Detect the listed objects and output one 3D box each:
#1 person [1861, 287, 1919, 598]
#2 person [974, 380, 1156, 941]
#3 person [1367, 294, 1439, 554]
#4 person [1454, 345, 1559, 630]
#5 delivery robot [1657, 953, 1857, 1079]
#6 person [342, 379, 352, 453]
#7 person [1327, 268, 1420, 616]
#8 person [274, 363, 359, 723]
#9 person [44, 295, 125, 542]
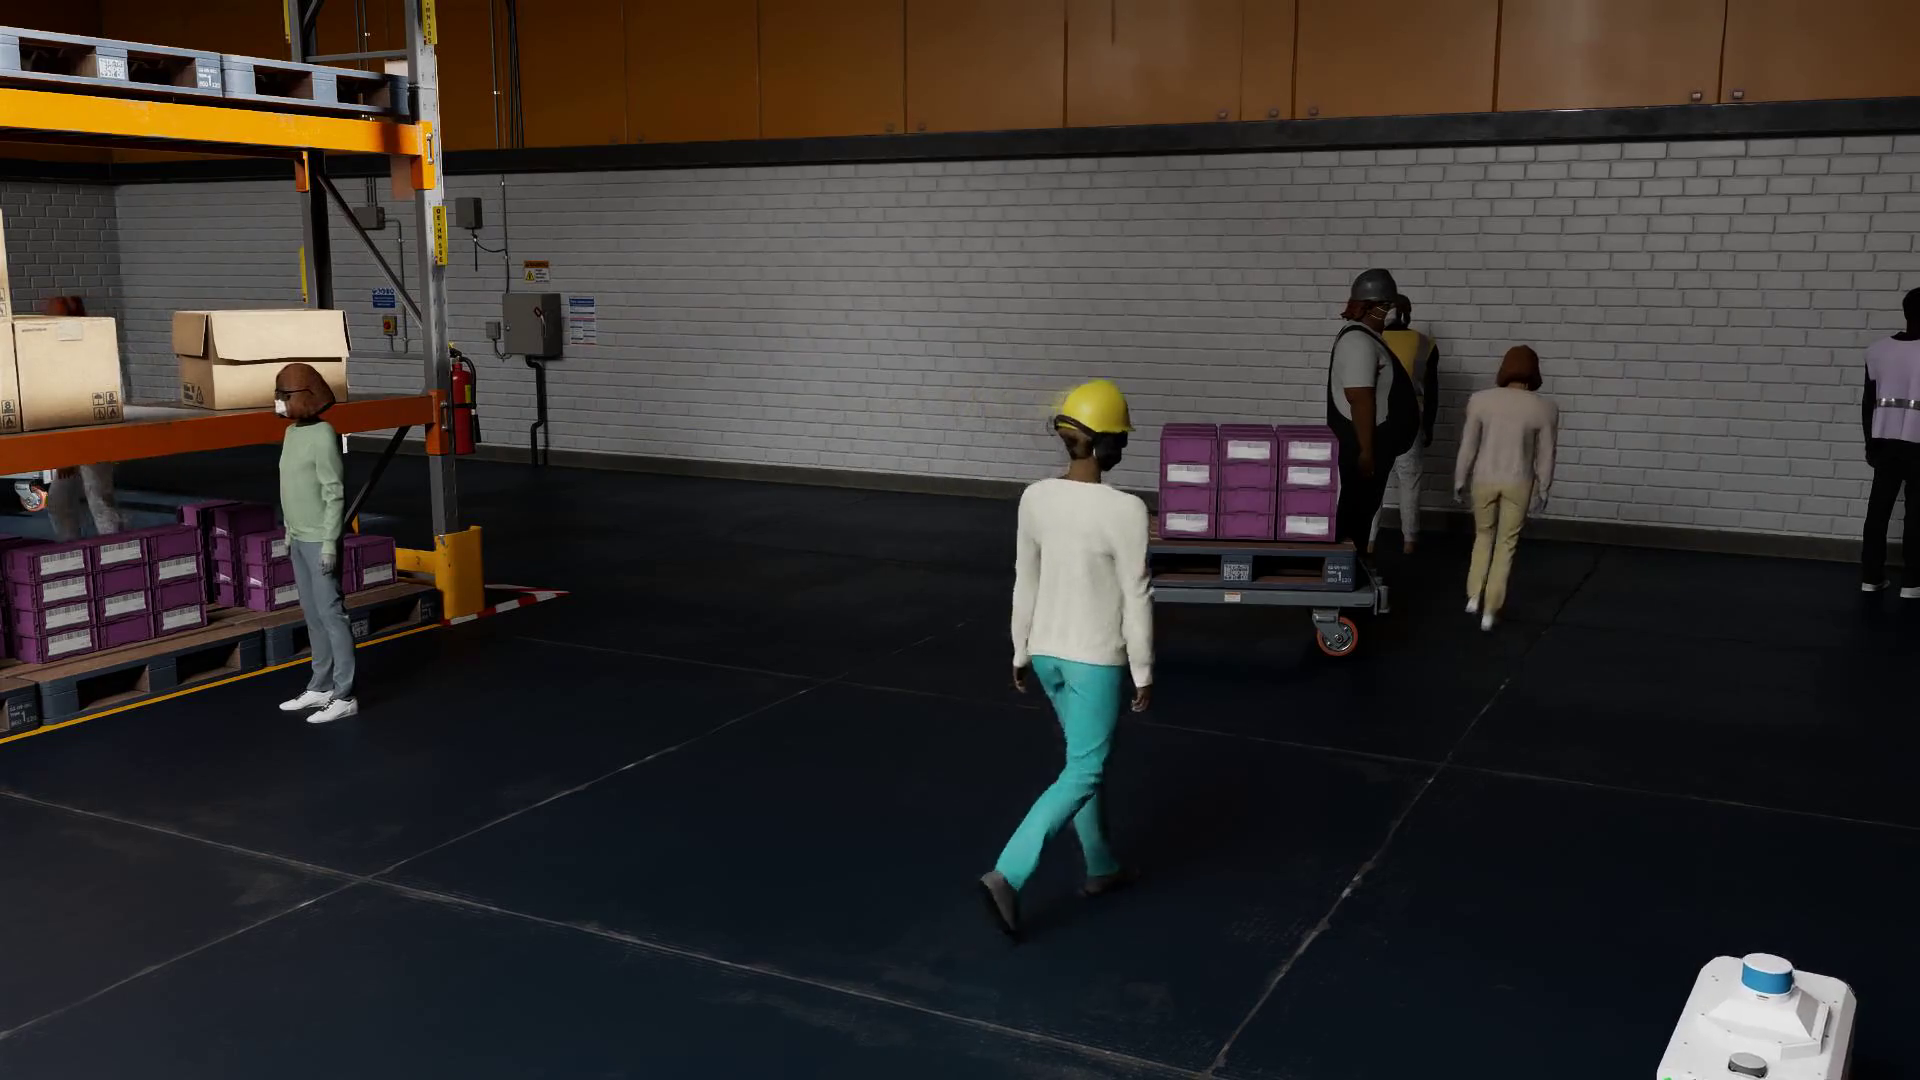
[{"bbox_3d":[5.868,-0.601,10.304,0.391,1.921,0.593,-6,11,-30],"label":"person"},{"bbox_3d":[0.334,0.369,5.232,0.795,1.739,0.532,-9,13,-42],"label":"person"},{"bbox_3d":[3.056,-0.816,11.789,0.624,1.841,0.430,2,10,14],"label":"person"},{"bbox_3d":[3.081,-0.294,9.405,0.527,1.604,0.453,5,11,28],"label":"person"},{"bbox_3d":[1.790,1.170,3.725,0.477,0.478,0.707,6,11,31],"label":"delivery robot"},{"bbox_3d":[-4.942,-0.930,12.852,0.541,1.696,0.316,2,10,11],"label":"person"},{"bbox_3d":[2.450,-0.589,9.883,0.538,2.000,0.690,2,10,9],"label":"person"},{"bbox_3d":[-2.958,0.010,7.594,0.277,1.632,0.507,-9,13,-42],"label":"person"},{"bbox_3d":[-5.459,-0.559,10.214,0.659,1.862,0.583,-7,12,-35],"label":"person"}]
